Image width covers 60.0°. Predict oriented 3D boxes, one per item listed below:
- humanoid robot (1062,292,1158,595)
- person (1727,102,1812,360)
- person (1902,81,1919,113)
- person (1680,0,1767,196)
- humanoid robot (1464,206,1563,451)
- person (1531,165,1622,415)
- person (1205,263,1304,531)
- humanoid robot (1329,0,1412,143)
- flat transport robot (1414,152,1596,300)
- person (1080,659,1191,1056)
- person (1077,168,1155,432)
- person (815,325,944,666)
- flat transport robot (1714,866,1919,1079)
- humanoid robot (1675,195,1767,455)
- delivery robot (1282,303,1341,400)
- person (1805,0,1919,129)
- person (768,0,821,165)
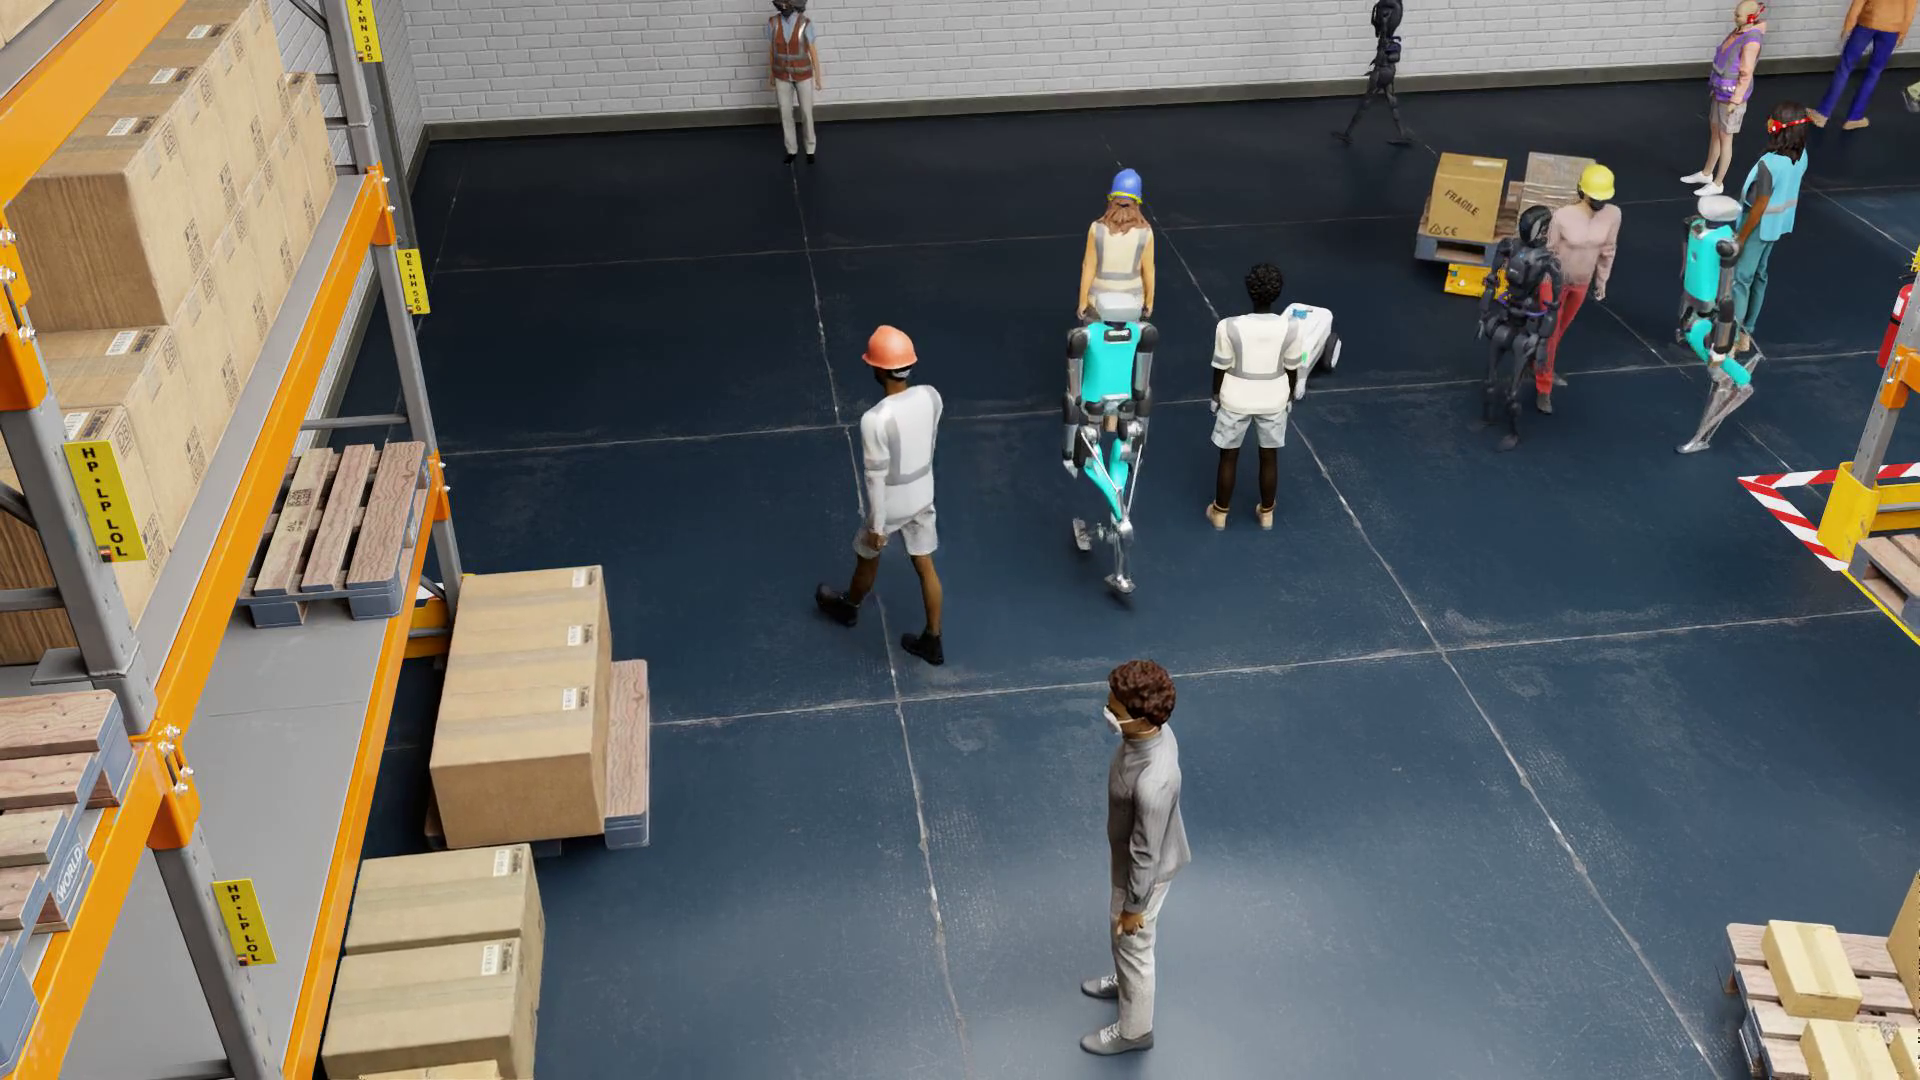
[{"bbox_3d":[0.896,-0.447,9.204,0.571,1.722,1.028,-11,35,-17],"label":"humanoid robot"},{"bbox_3d":[5.614,-2.156,11.695,0.537,1.865,0.380,-25,41,-33],"label":"person"},{"bbox_3d":[9.606,-4.867,15.970,0.602,1.721,0.528,-24,40,-32],"label":"person"},{"bbox_3d":[6.665,-3.834,14.427,0.347,1.691,0.481,1,33,2],"label":"person"},{"bbox_3d":[3.593,-1.372,10.671,0.368,1.642,0.590,-22,39,-30],"label":"humanoid robot"},{"bbox_3d":[4.091,-1.723,11.167,0.530,1.723,0.633,-7,34,-11],"label":"person"},{"bbox_3d":[1.726,-0.820,9.810,0.531,1.691,0.322,-1,33,-1],"label":"person"},{"bbox_3d":[3.917,-4.477,15.462,0.782,1.618,0.589,8,34,12],"label":"humanoid robot"},{"bbox_3d":[4.304,-2.297,13.372,0.659,0.231,1.431,11,35,16],"label":"flat transport robot"},{"bbox_3d":[0.699,1.244,6.465,0.397,1.892,0.543,1,33,2],"label":"person"},{"bbox_3d":[1.025,-1.587,10.914,0.495,1.752,0.556,4,33,5],"label":"person"},{"bbox_3d":[-0.396,-0.270,8.776,0.933,1.894,0.574,28,43,36],"label":"person"},{"bbox_3d":[3.670,2.215,6.458,0.659,0.231,1.431,4,33,6],"label":"flat transport robot"},{"bbox_3d":[4.862,-1.299,10.576,0.768,1.851,0.535,-5,33,-7],"label":"humanoid robot"},{"bbox_3d":[2.362,-1.371,11.685,0.499,0.587,0.777,15,36,21],"label":"delivery robot"},{"bbox_3d":[8.660,-4.888,15.821,0.699,1.936,0.478,19,38,26],"label":"person"},{"bbox_3d":[-1.489,-4.182,14.981,0.482,1.673,0.371,5,33,8],"label":"person"}]
